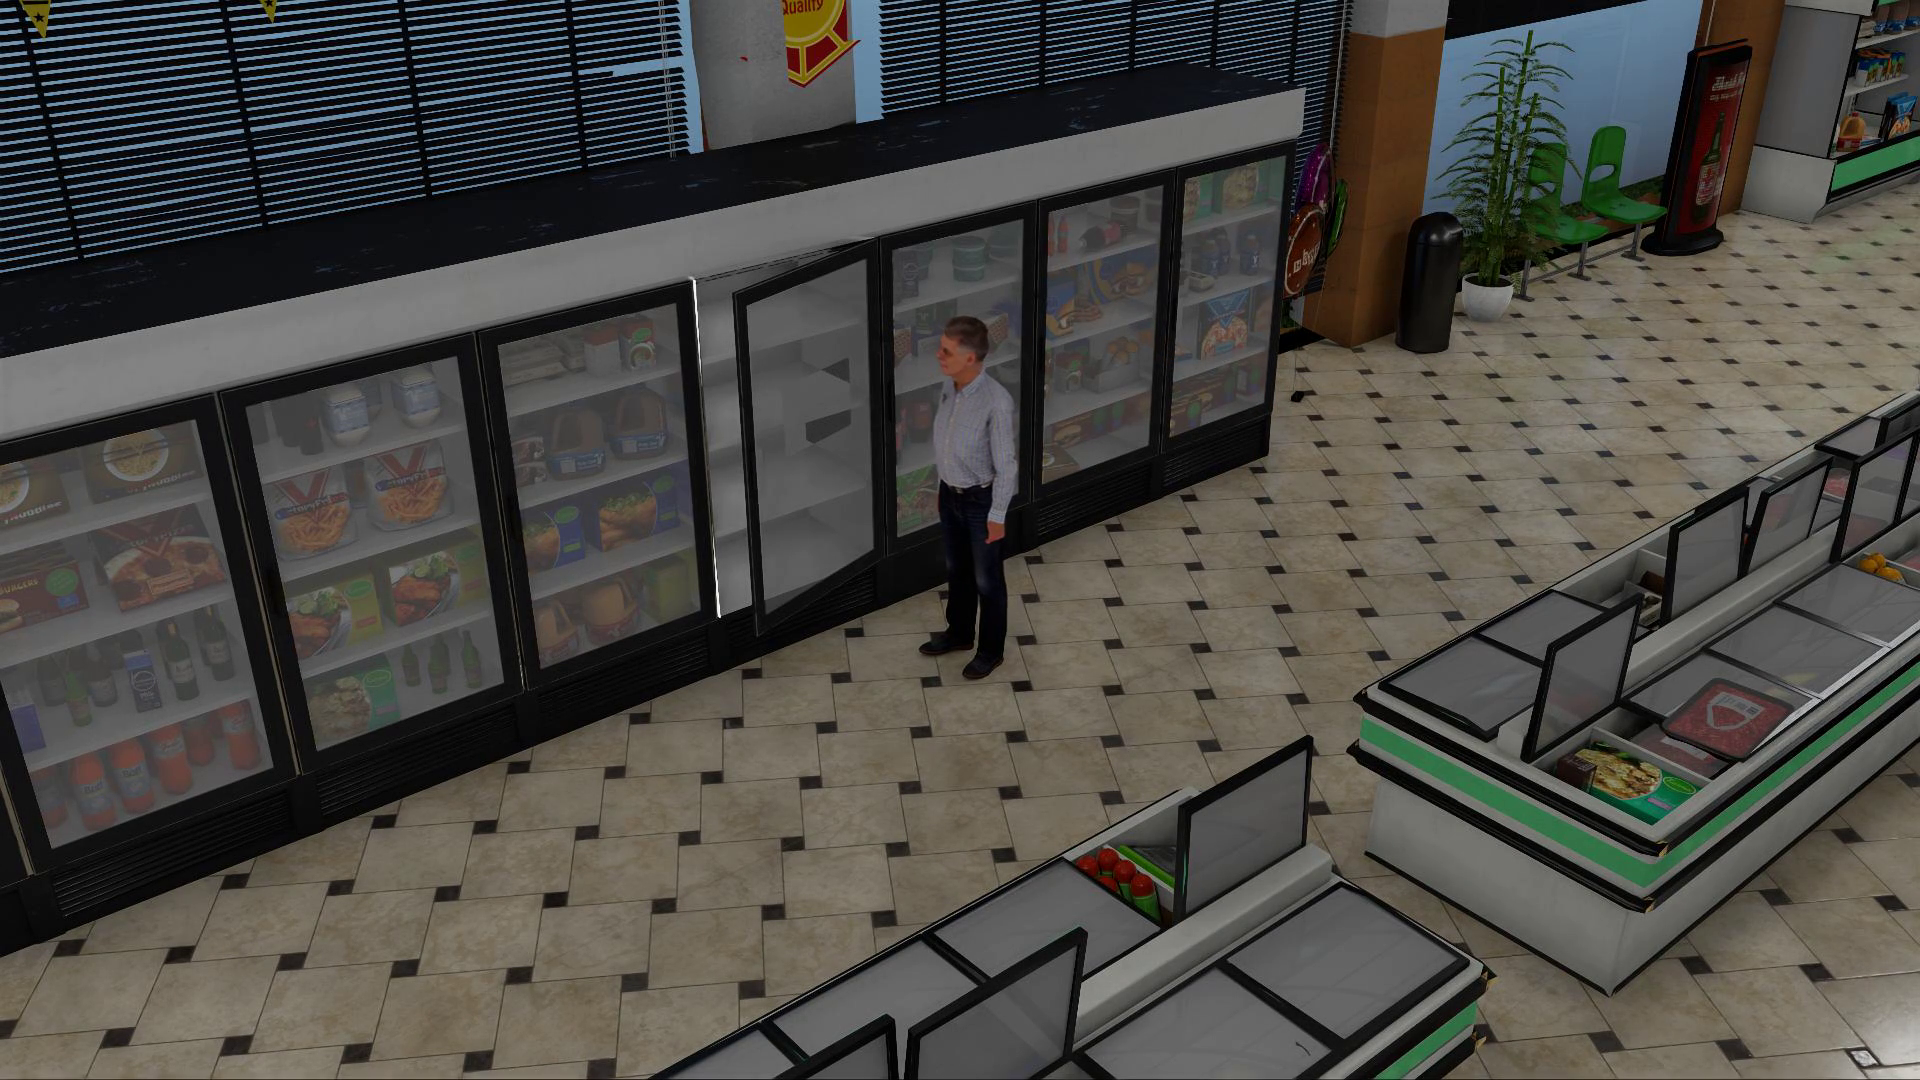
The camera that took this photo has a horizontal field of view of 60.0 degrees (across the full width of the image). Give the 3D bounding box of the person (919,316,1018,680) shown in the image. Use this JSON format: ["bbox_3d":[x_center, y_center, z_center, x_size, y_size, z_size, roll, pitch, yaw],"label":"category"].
[{"bbox_3d":[0.060,-0.209,7.871,0.550,1.817,0.640,-20,33,-33],"label":"person"}]
